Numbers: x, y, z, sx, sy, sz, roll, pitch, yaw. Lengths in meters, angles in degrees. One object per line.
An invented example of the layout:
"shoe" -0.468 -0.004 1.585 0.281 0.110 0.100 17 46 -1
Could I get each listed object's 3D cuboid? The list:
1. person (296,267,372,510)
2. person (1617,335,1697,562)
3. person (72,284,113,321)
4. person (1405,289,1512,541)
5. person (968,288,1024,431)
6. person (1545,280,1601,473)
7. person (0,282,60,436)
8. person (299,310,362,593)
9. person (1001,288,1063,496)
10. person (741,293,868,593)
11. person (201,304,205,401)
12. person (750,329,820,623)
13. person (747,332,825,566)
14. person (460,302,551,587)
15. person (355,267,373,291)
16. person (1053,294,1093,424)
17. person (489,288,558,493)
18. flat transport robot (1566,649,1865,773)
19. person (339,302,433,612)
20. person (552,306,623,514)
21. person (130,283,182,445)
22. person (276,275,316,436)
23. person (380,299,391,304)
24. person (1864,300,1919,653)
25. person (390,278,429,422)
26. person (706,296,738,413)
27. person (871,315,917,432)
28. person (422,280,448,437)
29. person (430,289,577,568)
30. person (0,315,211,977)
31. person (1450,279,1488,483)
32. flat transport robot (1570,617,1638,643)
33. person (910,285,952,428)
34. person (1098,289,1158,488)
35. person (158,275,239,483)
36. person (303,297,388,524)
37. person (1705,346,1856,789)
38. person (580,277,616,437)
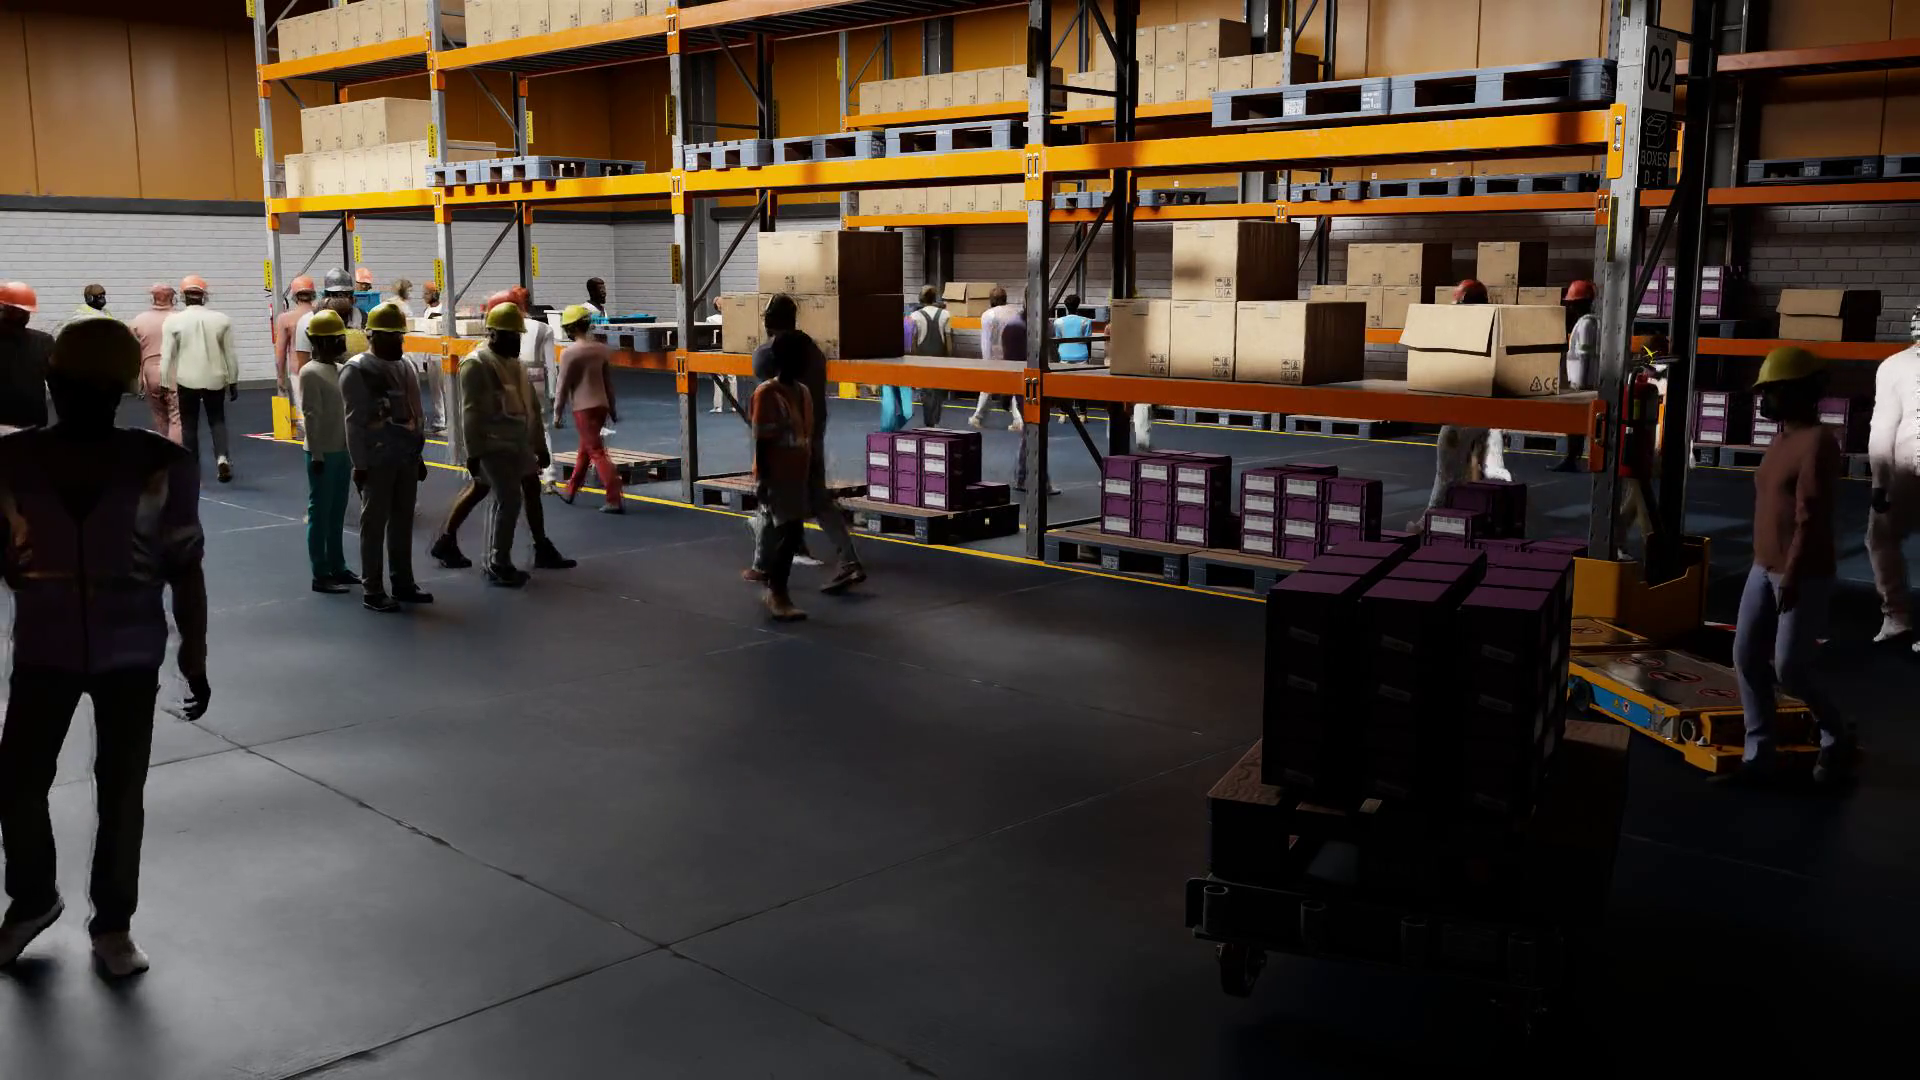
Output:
"person" -5.027 -1.208 13.621 0.684 2.000 0.535 -6 11 -33
"person" 4.644 -0.586 11.224 0.513 1.583 0.870 -2 10 -14
"person" -10.308 -2.138 19.928 0.429 1.841 0.634 1 9 4
"person" 3.706 -0.862 12.010 0.652 1.880 1.035 -4 10 -24
"person" 0.492 -2.272 20.923 0.652 1.787 0.980 -6 11 -34
"person" 6.212 -1.596 16.385 0.683 1.915 0.543 4 10 24
"person" -6.716 -0.857 11.803 0.947 1.944 0.616 7 12 36
"person" -3.944 -0.558 10.469 0.316 1.769 0.524 1 9 6
"person" 0.755 -1.329 14.841 0.776 1.880 0.679 8 12 39
"person" -0.989 -0.605 10.456 0.976 1.891 0.651 8 12 40
"person" -11.533 -2.905 25.294 0.528 1.620 0.463 -4 10 -24
"person" -0.974 -0.359 9.485 0.394 1.678 0.544 4 10 26
"person" -1.201 -0.623 11.381 0.557 1.608 0.504 3 10 20
"person" -2.891 -0.603 10.607 0.504 1.804 0.624 3 10 18
"person" -7.569 -2.433 21.134 0.394 2.040 0.609 4 10 23
"person" 1.473 -2.360 21.733 0.532 1.698 0.319 1 9 5
"person" -3.935 -1.331 14.974 0.619 1.849 0.560 -2 10 -14
"flat transport robot" 3.181 0.709 7.275 0.652 0.197 1.431 -2 9 -9
"person" -3.392 -0.498 9.908 0.404 1.827 0.600 4 10 21
"person" -3.152 -1.081 13.824 0.927 1.704 0.538 6 11 31
"person" -7.710 -1.570 16.332 0.667 1.864 0.937 -2 9 -10
"person" -6.693 -1.740 17.144 0.627 1.969 0.870 -7 12 -36
"person" -7.454 -2.306 21.614 0.540 1.625 0.508 -9 13 -43
"person" 5.029 -0.322 8.650 0.647 1.888 0.471 1 9 7
"person" -7.365 -2.456 21.676 0.741 1.916 0.652 -6 11 -32
"person" -3.326 -2.596 23.347 0.514 1.644 0.307 -6 11 -33
"person" -0.713 -1.701 17.296 0.586 1.823 0.475 -7 11 -36
"person" -6.312 -2.189 20.109 0.585 1.882 0.337 8 12 41
"person" -3.140 -0.731 11.184 0.968 1.893 0.546 2 9 12
"person" -2.488 0.315 4.741 0.660 1.897 0.508 -4 10 -22
"person" 4.285 -1.222 14.015 0.370 1.939 0.543 1 9 9
"flat transport robot" 2.748 0.552 8.239 1.431 0.197 0.652 -2 9 -9
"person" -0.381 -2.175 20.193 0.550 1.827 0.590 -2 10 -15
"person" 1.509 -1.354 15.000 0.619 1.873 0.799 -4 10 -22
"person" -7.010 -1.444 15.309 0.711 1.970 0.538 -8 12 -39
"person" -4.781 -1.003 13.092 0.832 1.816 0.630 3 10 16
"person" 3.234 0.121 6.419 0.575 1.729 0.540 -1 9 -5
"person" -4.429 -2.213 20.166 0.391 1.917 0.587 1 9 7
